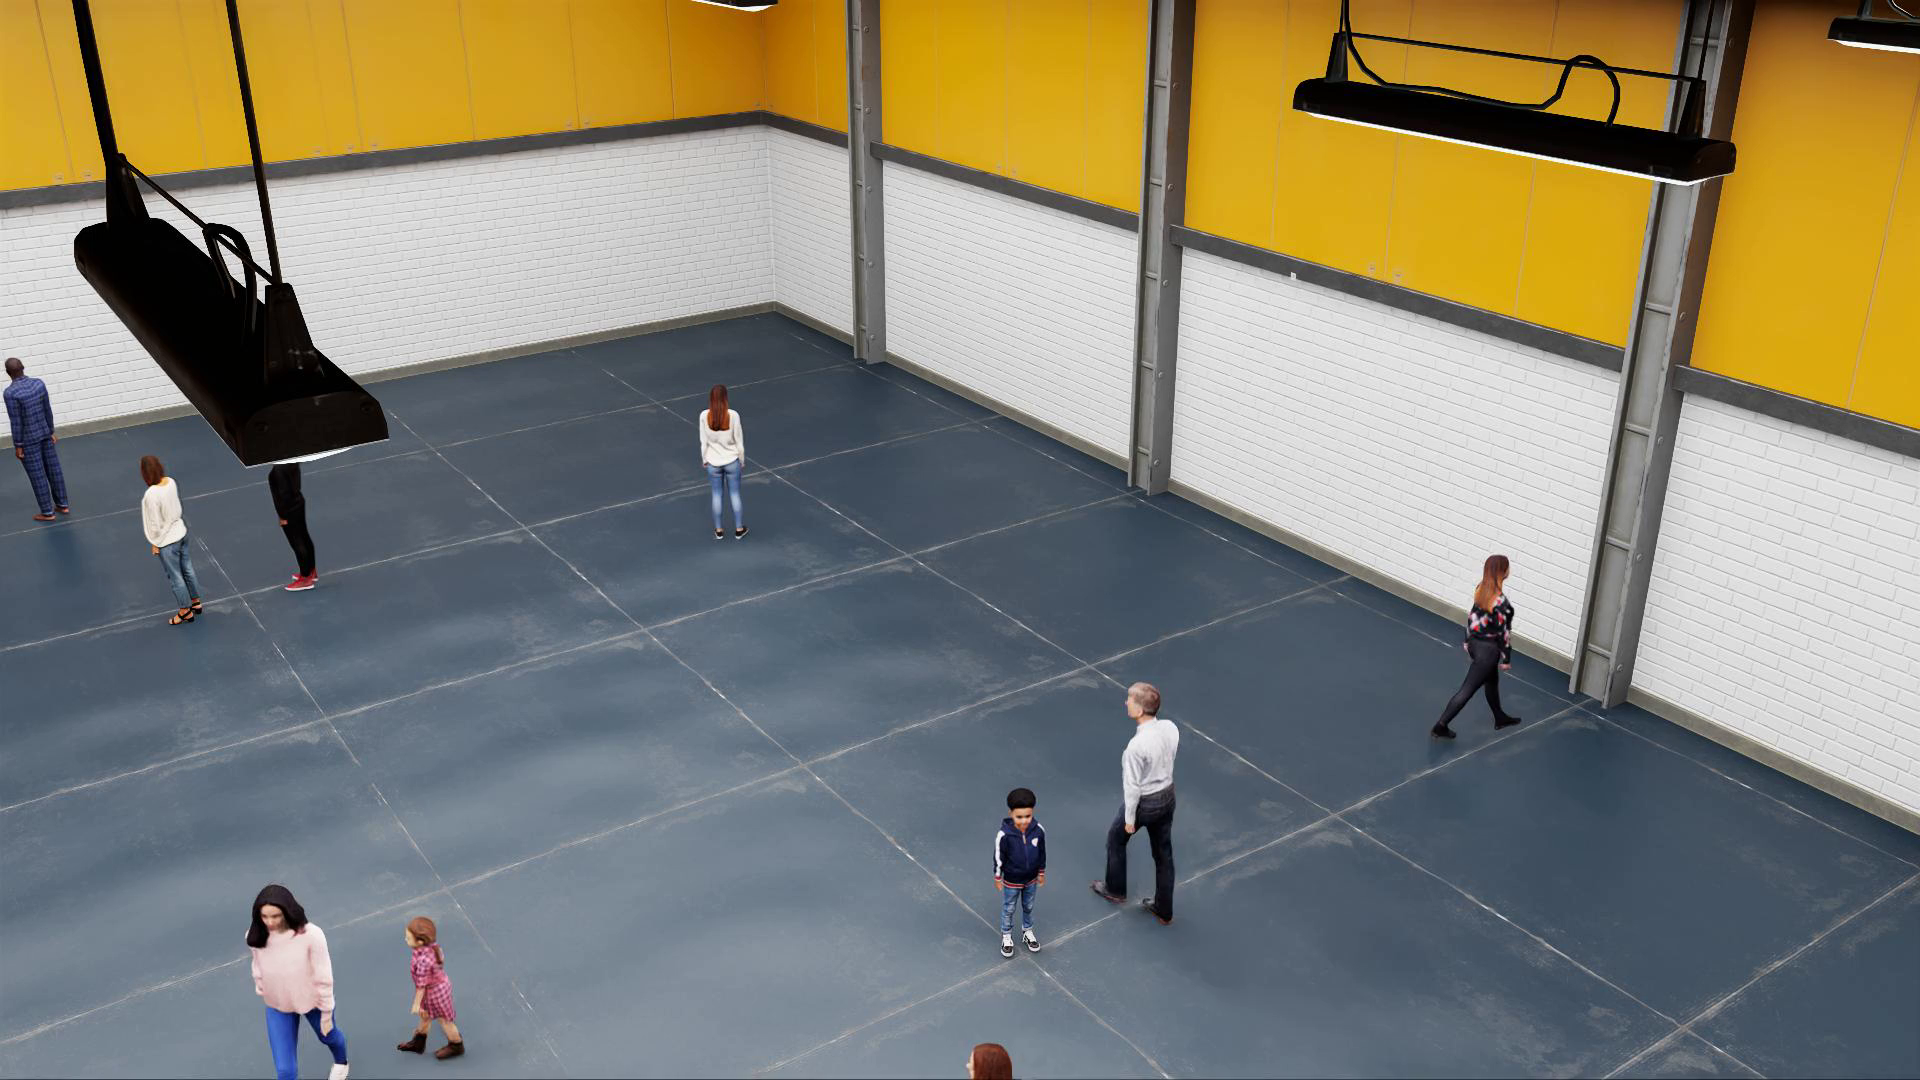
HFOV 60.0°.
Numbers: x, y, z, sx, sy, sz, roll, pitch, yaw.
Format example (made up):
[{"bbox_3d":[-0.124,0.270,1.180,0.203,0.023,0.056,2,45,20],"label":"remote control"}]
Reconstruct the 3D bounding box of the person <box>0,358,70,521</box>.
[{"bbox_3d":[-10.012,-1.106,17.982,0.775,1.825,0.768,11,26,23],"label":"person"}]

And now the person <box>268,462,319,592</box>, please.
[{"bbox_3d":[-6.569,-0.317,16.364,0.740,1.674,0.646,-1,24,-1],"label":"person"}]

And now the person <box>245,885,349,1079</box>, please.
[{"bbox_3d":[-3.746,2.646,9.555,1.107,1.699,1.285,0,24,0],"label":"person"}]

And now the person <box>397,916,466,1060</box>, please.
[{"bbox_3d":[-3.179,2.749,10.181,0.646,1.009,0.639,-3,24,-8],"label":"person"}]

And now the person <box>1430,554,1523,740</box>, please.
[{"bbox_3d":[4.214,0.920,13.577,0.930,1.640,1.108,-6,24,-13],"label":"person"}]

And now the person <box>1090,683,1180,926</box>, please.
[{"bbox_3d":[1.343,1.829,11.308,0.708,1.791,0.905,-17,29,-34],"label":"person"}]

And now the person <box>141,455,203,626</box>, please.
[{"bbox_3d":[-7.447,-0.021,15.680,0.763,1.680,0.681,2,24,4],"label":"person"}]

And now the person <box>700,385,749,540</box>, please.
[{"bbox_3d":[-2.486,-0.823,17.501,0.706,1.691,0.745,1,24,3],"label":"person"}]

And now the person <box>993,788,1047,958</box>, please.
[{"bbox_3d":[0.406,2.210,11.150,0.581,1.221,0.586,-6,24,-13],"label":"person"}]
